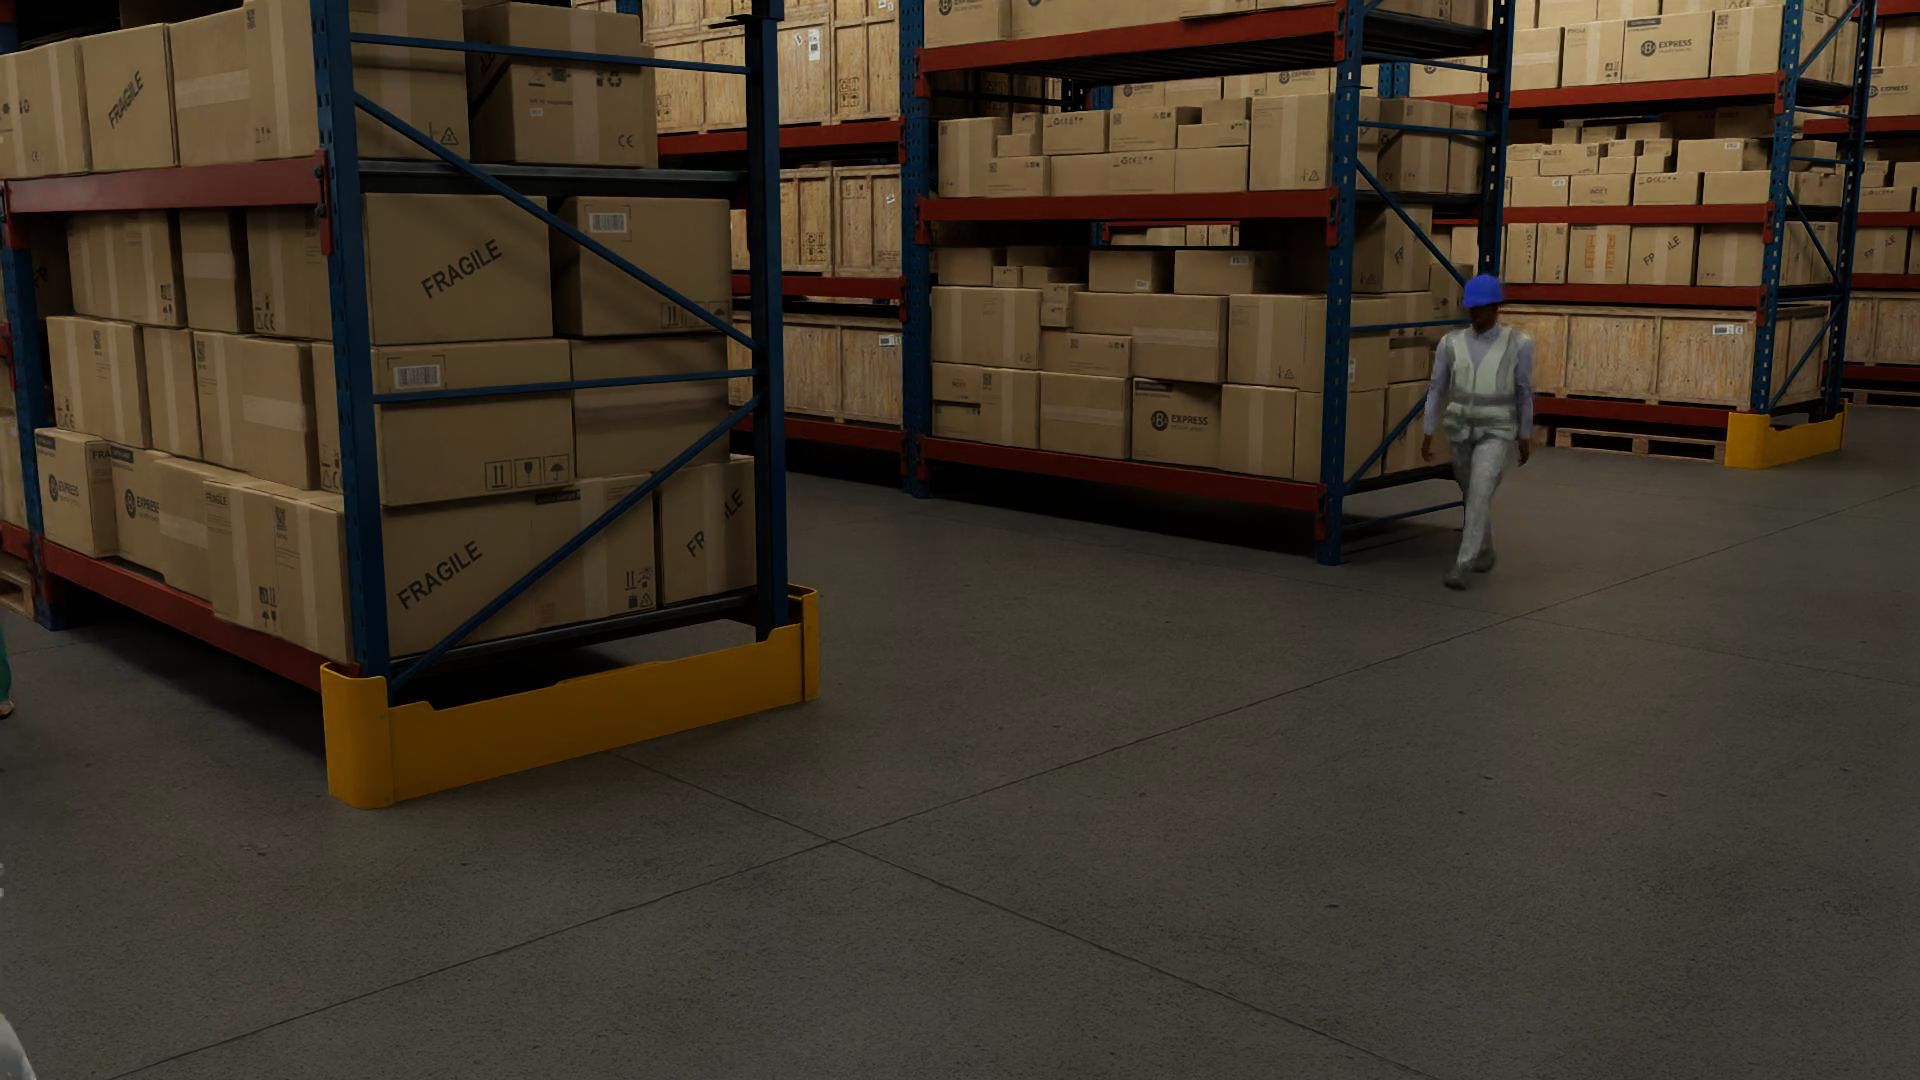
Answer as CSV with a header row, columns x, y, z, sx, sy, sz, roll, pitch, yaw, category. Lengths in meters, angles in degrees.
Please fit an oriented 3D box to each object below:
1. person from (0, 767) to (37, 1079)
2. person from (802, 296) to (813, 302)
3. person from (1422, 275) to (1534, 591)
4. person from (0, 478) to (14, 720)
x,y,z,sx,sy,sz,roll,pitch,yaw,category
-1.689,0.751,2.697,0.622,1.806,0.827,3,11,15,person
-2.004,-2.520,21.005,0.538,1.619,0.563,-9,14,-40,person
3.192,-0.680,10.265,0.638,1.896,1.014,8,13,37,person
-4.431,-0.056,7.198,0.526,1.769,0.328,-9,13,-39,person
